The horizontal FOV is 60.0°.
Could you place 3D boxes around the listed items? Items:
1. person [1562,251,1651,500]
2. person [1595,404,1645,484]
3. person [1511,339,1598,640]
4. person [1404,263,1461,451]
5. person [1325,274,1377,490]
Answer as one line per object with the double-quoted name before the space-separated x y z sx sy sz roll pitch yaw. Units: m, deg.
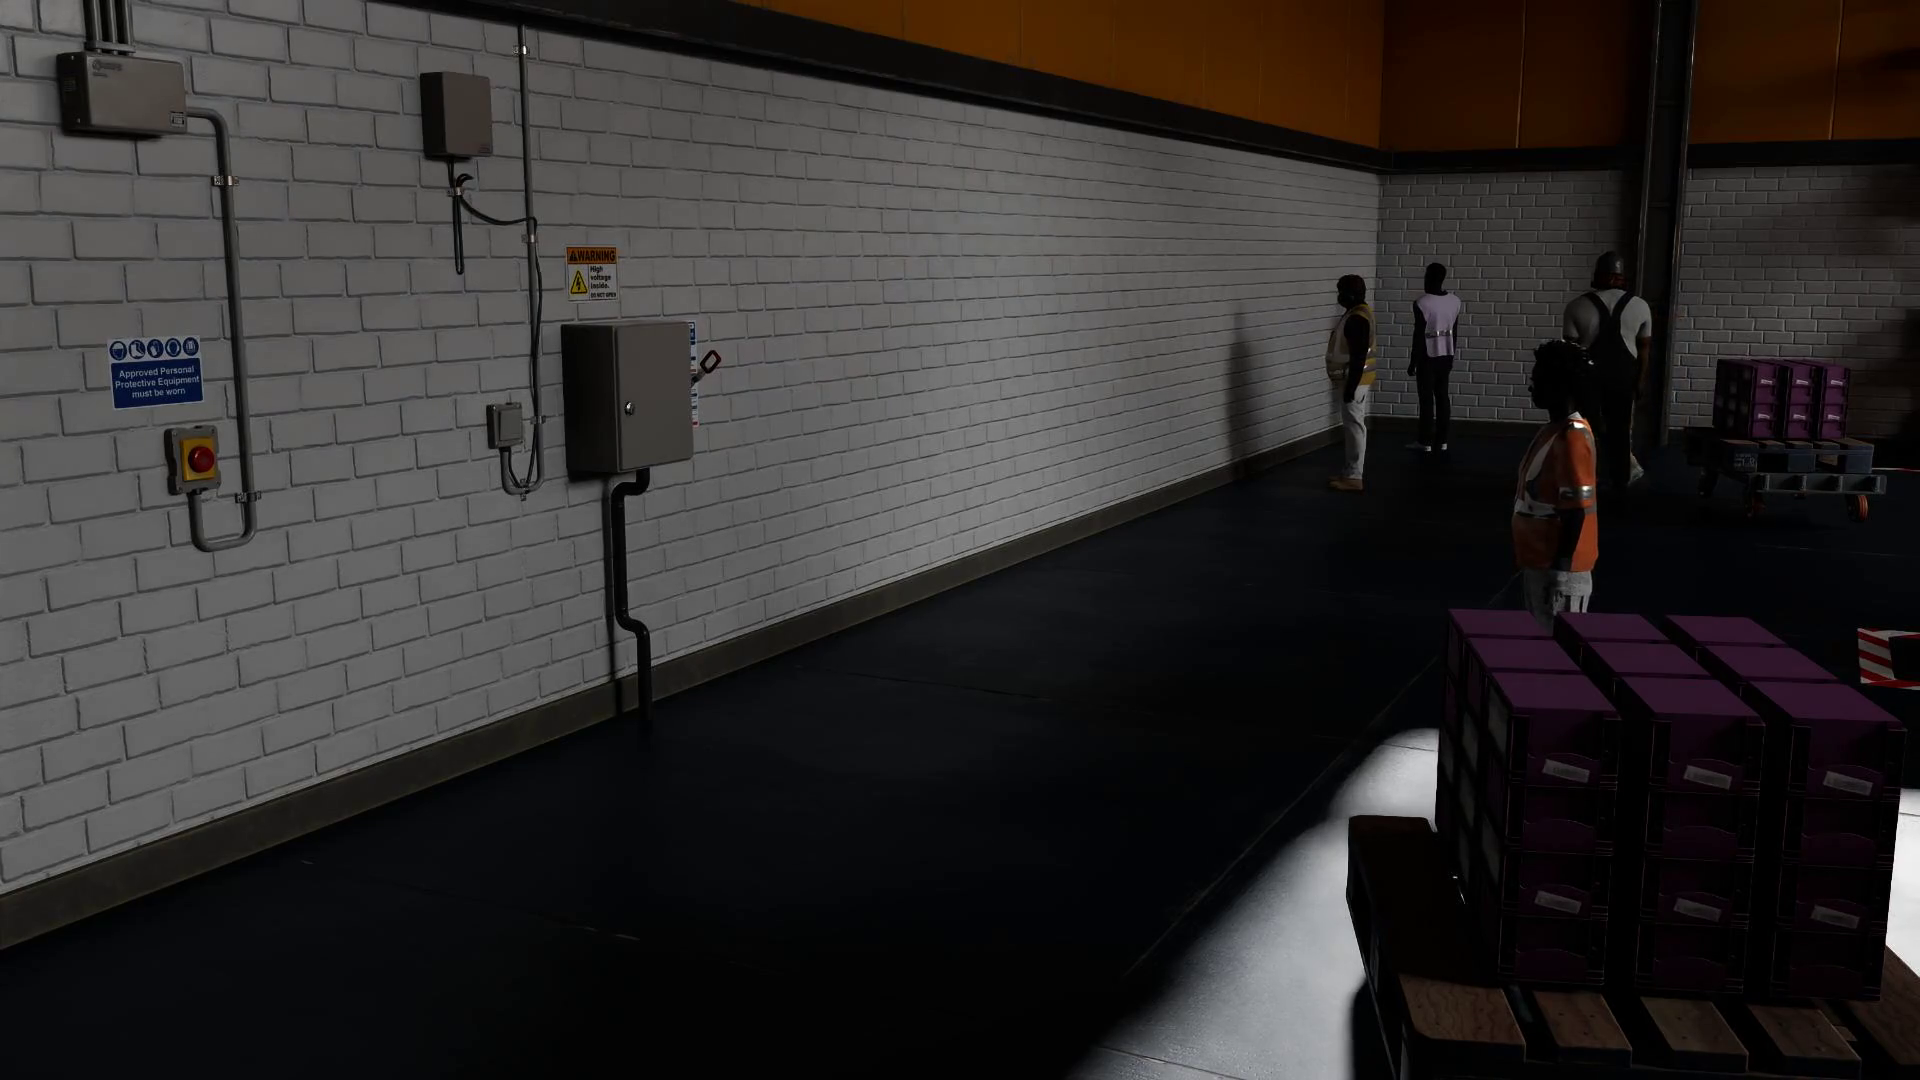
"person" 5.262 -1.345 13.659 0.690 2.000 0.537 2 10 9
"person" 5.546 -1.250 14.417 0.805 1.594 0.524 6 11 31
"person" 2.274 0.082 6.394 0.315 1.695 0.541 2 10 11
"person" 4.847 -1.867 17.031 0.592 1.922 0.392 -6 11 -30
"person" 3.346 -1.348 14.272 0.430 1.839 0.619 2 10 13
